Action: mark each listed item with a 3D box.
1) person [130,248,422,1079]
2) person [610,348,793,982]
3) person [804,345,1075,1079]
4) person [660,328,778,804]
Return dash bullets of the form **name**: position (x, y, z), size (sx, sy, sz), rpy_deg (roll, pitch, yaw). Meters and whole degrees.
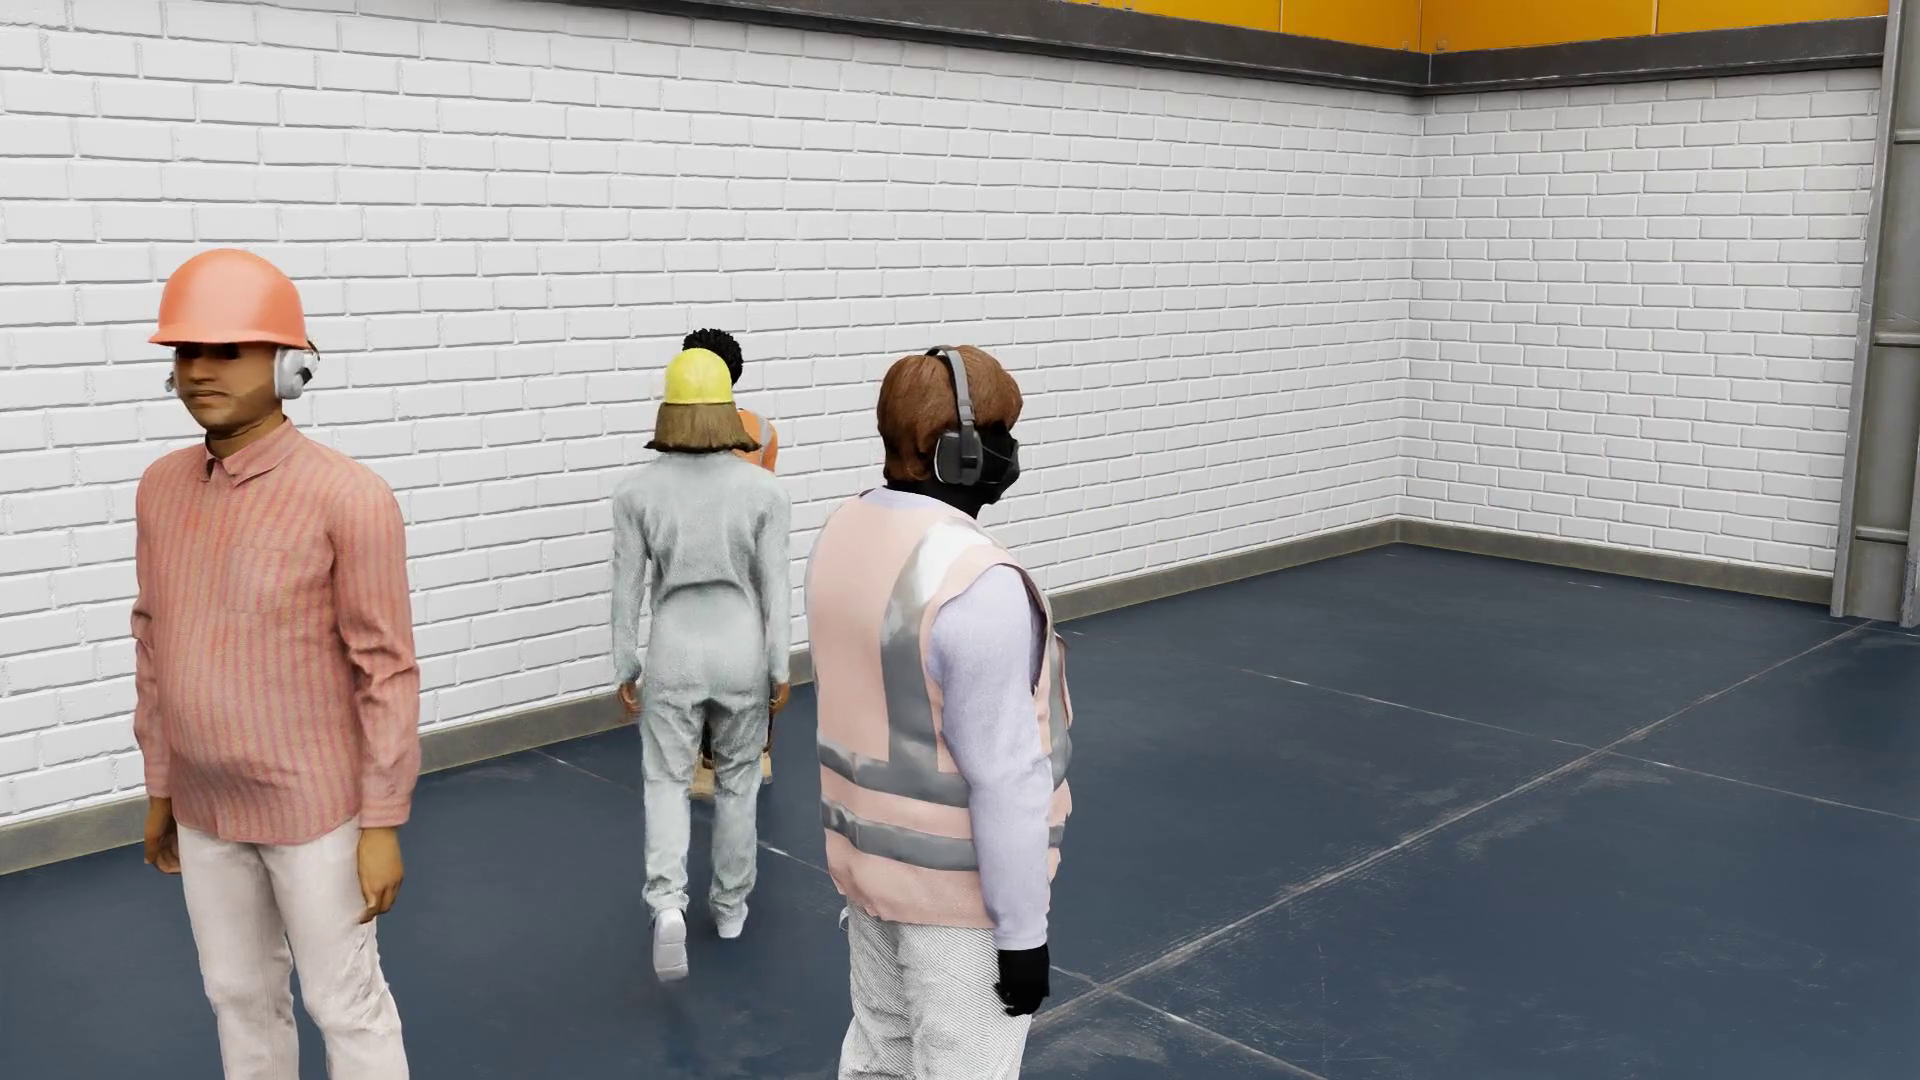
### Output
- **person**: position (-1.280, 0.473, 3.083), size (0.622, 1.997, 0.372), rpy_deg (4, 11, 22)
- **person**: position (-0.701, 0.343, 4.550), size (0.496, 1.723, 0.675), rpy_deg (-1, 10, -6)
- **person**: position (-0.022, 0.585, 2.900), size (0.429, 1.844, 0.625), rpy_deg (-6, 12, -30)
- **person**: position (-0.869, 0.094, 5.968), size (0.319, 1.697, 0.532), rpy_deg (8, 13, 36)
